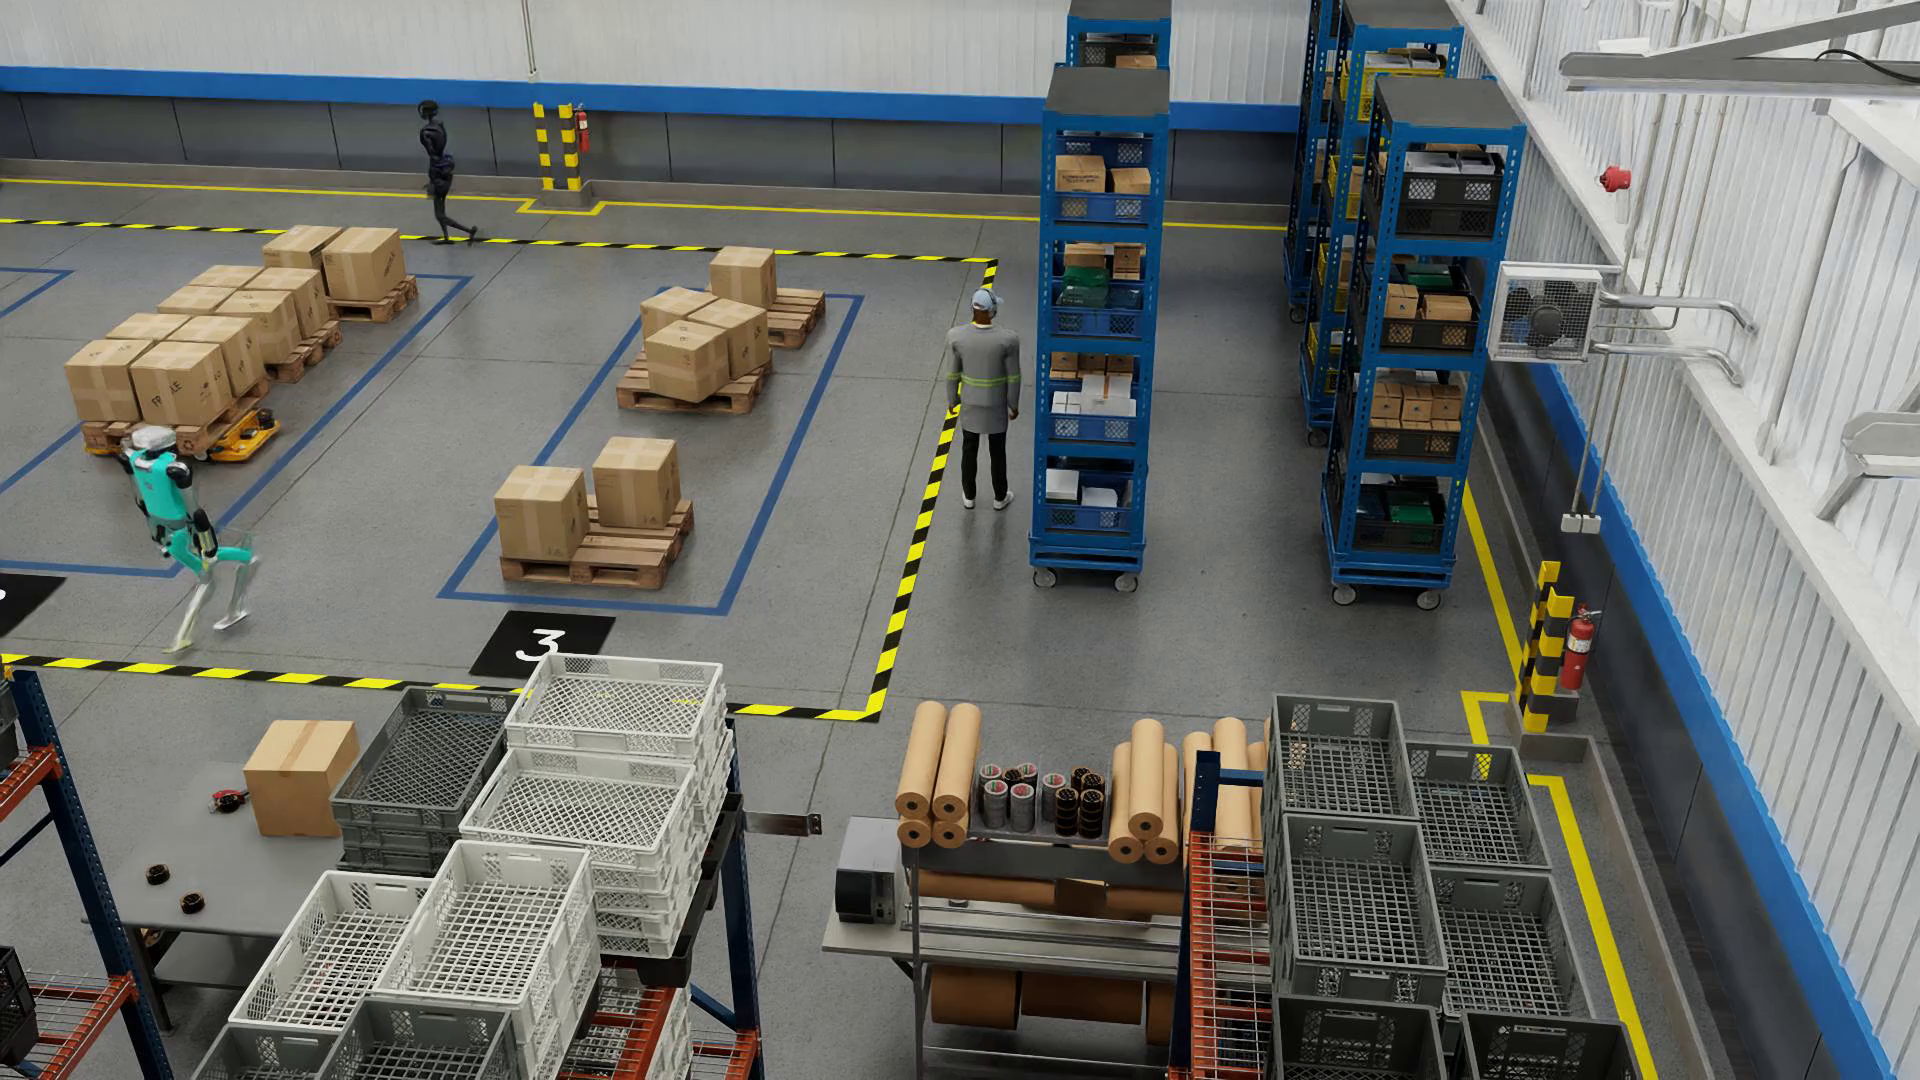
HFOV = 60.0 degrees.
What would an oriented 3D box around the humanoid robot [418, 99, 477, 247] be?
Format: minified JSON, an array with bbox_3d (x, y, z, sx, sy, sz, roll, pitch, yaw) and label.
[{"bbox_3d":[-5.620,-4.000,18.151,0.549,1.636,0.601,-2,30,-4],"label":"humanoid robot"}]

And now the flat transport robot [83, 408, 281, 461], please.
[{"bbox_3d":[-6.672,-0.941,14.262,1.431,0.197,0.652,3,30,6],"label":"flat transport robot"}]

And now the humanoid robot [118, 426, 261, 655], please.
[{"bbox_3d":[-5.156,-0.058,11.302,0.560,1.750,0.885,11,32,18],"label":"humanoid robot"}]

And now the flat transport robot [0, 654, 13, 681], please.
[{"bbox_3d":[-7.142,0.969,11.010,1.431,0.231,0.659,3,30,6],"label":"flat transport robot"}]

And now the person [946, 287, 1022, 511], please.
[{"bbox_3d":[0.190,-1.098,12.989,0.587,1.850,0.396,6,31,10],"label":"person"}]
